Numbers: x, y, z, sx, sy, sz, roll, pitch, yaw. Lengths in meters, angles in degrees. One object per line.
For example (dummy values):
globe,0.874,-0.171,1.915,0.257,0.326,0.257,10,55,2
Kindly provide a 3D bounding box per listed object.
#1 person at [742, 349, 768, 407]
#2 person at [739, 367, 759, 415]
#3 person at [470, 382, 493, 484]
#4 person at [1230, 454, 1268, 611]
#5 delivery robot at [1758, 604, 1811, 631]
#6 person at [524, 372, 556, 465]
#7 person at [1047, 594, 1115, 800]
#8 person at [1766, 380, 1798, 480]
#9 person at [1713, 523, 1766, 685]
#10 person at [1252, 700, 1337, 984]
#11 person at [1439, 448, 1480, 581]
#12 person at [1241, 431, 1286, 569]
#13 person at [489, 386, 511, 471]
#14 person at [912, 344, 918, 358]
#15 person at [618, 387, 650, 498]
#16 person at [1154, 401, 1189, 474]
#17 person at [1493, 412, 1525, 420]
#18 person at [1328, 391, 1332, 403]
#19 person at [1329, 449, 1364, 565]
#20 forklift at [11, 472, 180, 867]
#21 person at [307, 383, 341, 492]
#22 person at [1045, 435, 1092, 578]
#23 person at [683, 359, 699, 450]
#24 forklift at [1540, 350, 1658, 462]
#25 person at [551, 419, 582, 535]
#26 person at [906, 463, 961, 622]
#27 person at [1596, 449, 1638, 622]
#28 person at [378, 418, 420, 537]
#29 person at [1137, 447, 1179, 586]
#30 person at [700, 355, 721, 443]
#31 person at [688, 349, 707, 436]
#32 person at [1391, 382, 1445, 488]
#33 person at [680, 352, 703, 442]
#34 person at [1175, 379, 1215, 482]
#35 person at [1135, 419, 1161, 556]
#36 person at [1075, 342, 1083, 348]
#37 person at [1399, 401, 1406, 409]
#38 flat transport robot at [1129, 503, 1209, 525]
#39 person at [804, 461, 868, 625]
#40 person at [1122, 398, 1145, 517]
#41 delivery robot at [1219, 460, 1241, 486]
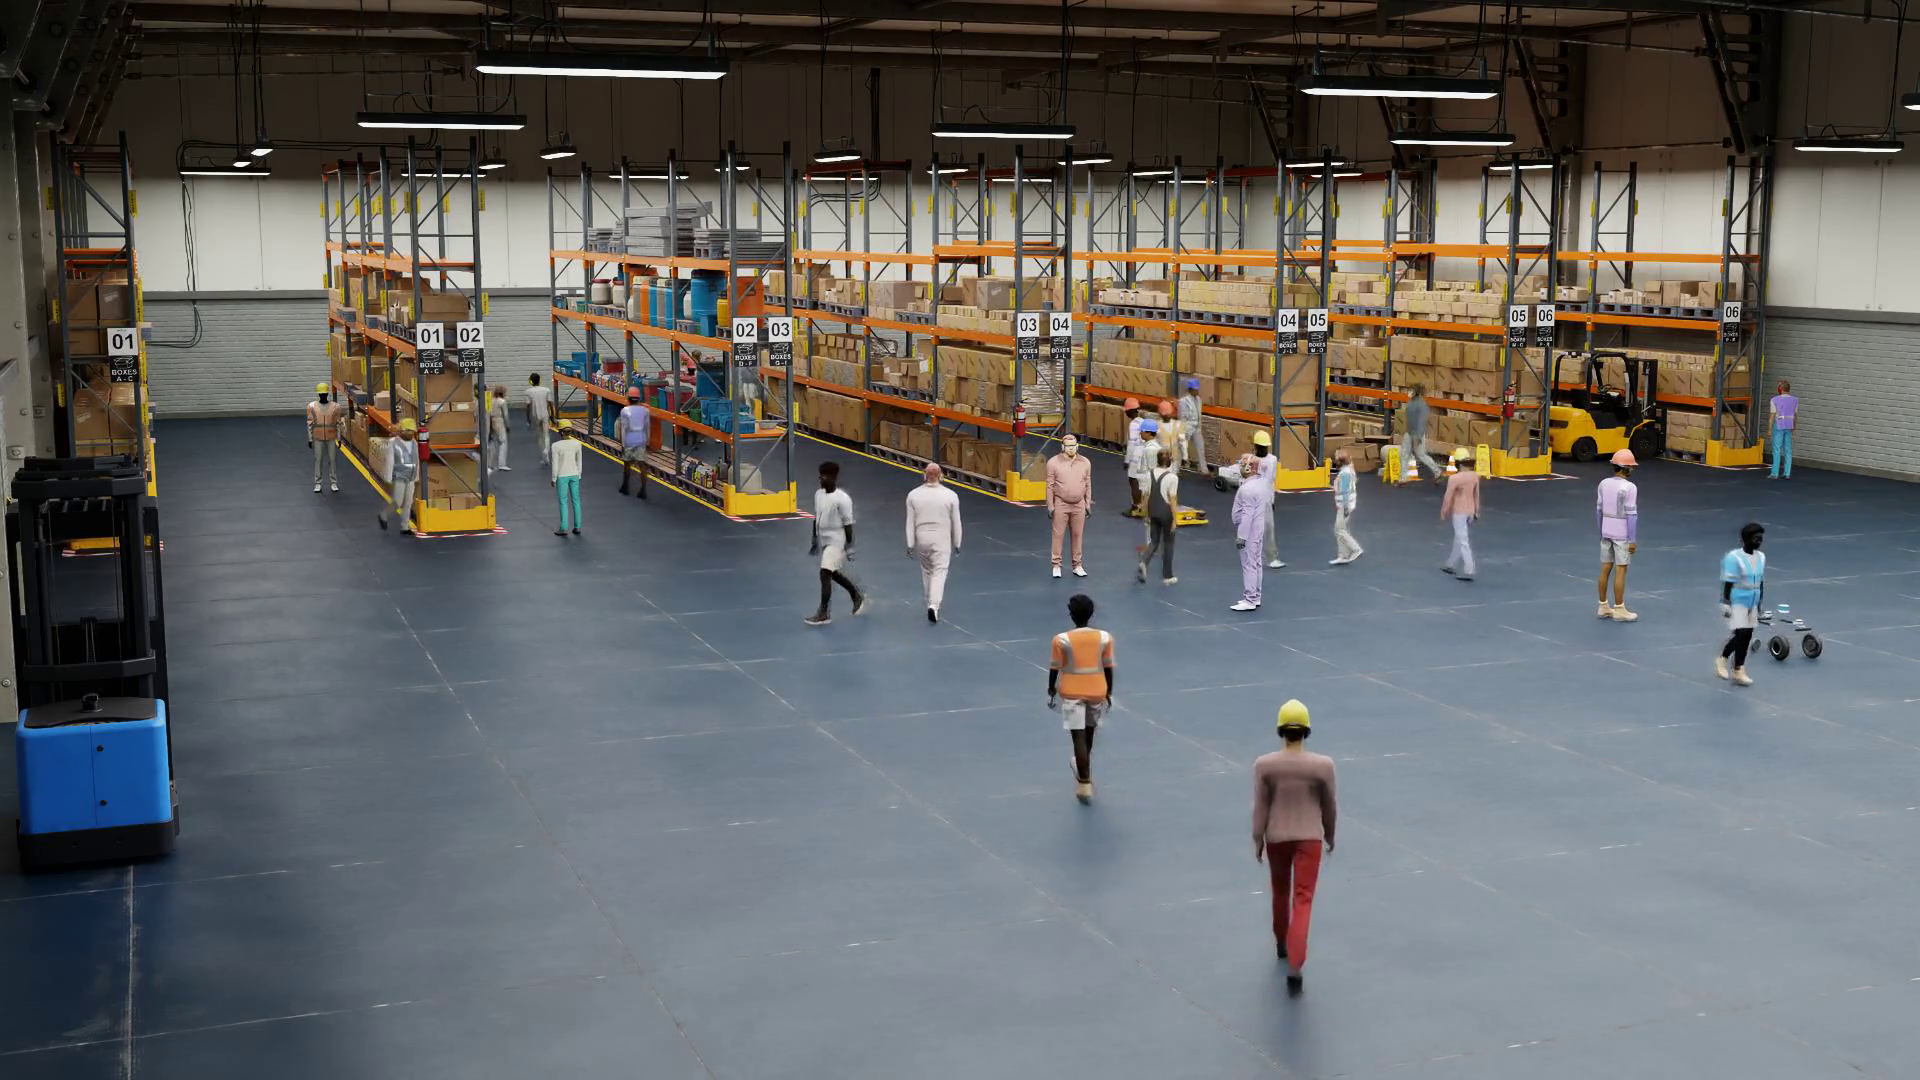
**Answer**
person,-5.115,-4.090,52.340,0.986,1.872,0.651,-8,12,-42
person,-5.185,-3.824,51.377,0.533,1.620,0.372,5,10,29
person,-8.673,-1.937,38.047,0.516,1.853,0.530,7,11,38
person,3.518,-0.097,25.590,0.408,1.913,0.638,4,9,23
delivery robot,9.019,0.823,22.919,0.335,0.223,0.698,-2,9,-15
person,-8.211,-2.368,41.018,0.580,1.831,0.750,-3,9,-16
person,0.978,1.265,17.305,0.545,1.649,0.891,-2,9,-14
person,15.222,-2.030,38.727,0.560,1.836,0.380,-2,9,-16
person,7.999,0.648,21.349,0.543,1.679,0.366,-4,10,-27
person,2.084,1.866,13.116,0.518,1.727,0.907,3,9,17
person,6.588,-0.355,27.862,0.545,1.733,0.813,-6,10,-34
person,4.123,-0.535,28.560,0.612,1.885,0.908,-4,9,-23
person,-8.946,-2.166,40.386,0.328,1.620,0.725,-8,12,-43
person,-1.203,-3.762,50.122,0.599,1.889,0.772,-4,9,-24
person,-5.662,-1.701,36.324,0.573,1.892,0.929,-5,10,-29
person,3.359,-1.328,33.970,0.556,1.867,1.045,-3,9,-19
person,11.095,-2.586,42.310,0.621,1.862,0.526,2,9,11
person,8.674,-3.704,49.953,0.618,1.818,0.870,-5,10,-30
person,5.315,-0.452,28.904,0.385,1.621,0.534,1,9,3
forklift,-6.630,0.886,15.957,1.129,2.768,1.873,-3,9,-21
person,-11.215,-1.813,36.974,0.587,1.928,0.363,-3,9,-19
person,1.462,-0.456,27.994,0.648,1.907,0.409,-2,9,-16
person,-5.622,-2.855,43.935,0.558,1.921,0.462,-3,9,-22
forklift,12.897,-2.725,42.309,2.313,2.155,1.214,-3,9,-21
person,-5.980,-0.958,31.810,0.525,1.769,0.316,-8,12,-43
person,-0.319,0.010,24.982,0.646,1.871,0.939,2,9,11
person,7.845,-0.066,24.938,0.394,2.044,0.609,-4,9,-23
person,-8.465,-0.950,31.701,0.570,1.789,0.617,5,10,31
person,2.584,-0.294,27.187,0.523,1.824,0.678,7,11,38
person,-5.401,-3.052,45.329,0.639,1.902,0.406,-1,9,-8
person,-5.898,-3.290,46.800,0.627,1.934,0.370,7,11,38
person,8.252,-1.885,37.561,0.925,1.907,0.640,-3,9,-17
person,-5.866,-3.083,45.326,0.621,1.968,0.649,-5,10,-32
person,4.247,-2.015,38.459,0.639,1.892,1.019,-7,11,-38
person,2.701,-0.762,29.887,0.380,1.951,0.605,1,9,5
person,2.887,-3.855,50.768,0.587,1.866,0.417,-6,11,-36
person,10.310,-3.429,48.395,0.483,1.737,0.320,8,12,43
flat transport robot,3.319,-0.426,33.358,0.652,0.197,1.431,-4,9,-23
person,-1.465,0.005,24.852,0.894,1.936,0.609,-6,11,-36
person,2.806,-1.338,33.829,0.421,1.920,0.577,3,9,18
delivery robot,4.924,-1.165,37.035,0.477,0.478,0.707,-8,12,-43
